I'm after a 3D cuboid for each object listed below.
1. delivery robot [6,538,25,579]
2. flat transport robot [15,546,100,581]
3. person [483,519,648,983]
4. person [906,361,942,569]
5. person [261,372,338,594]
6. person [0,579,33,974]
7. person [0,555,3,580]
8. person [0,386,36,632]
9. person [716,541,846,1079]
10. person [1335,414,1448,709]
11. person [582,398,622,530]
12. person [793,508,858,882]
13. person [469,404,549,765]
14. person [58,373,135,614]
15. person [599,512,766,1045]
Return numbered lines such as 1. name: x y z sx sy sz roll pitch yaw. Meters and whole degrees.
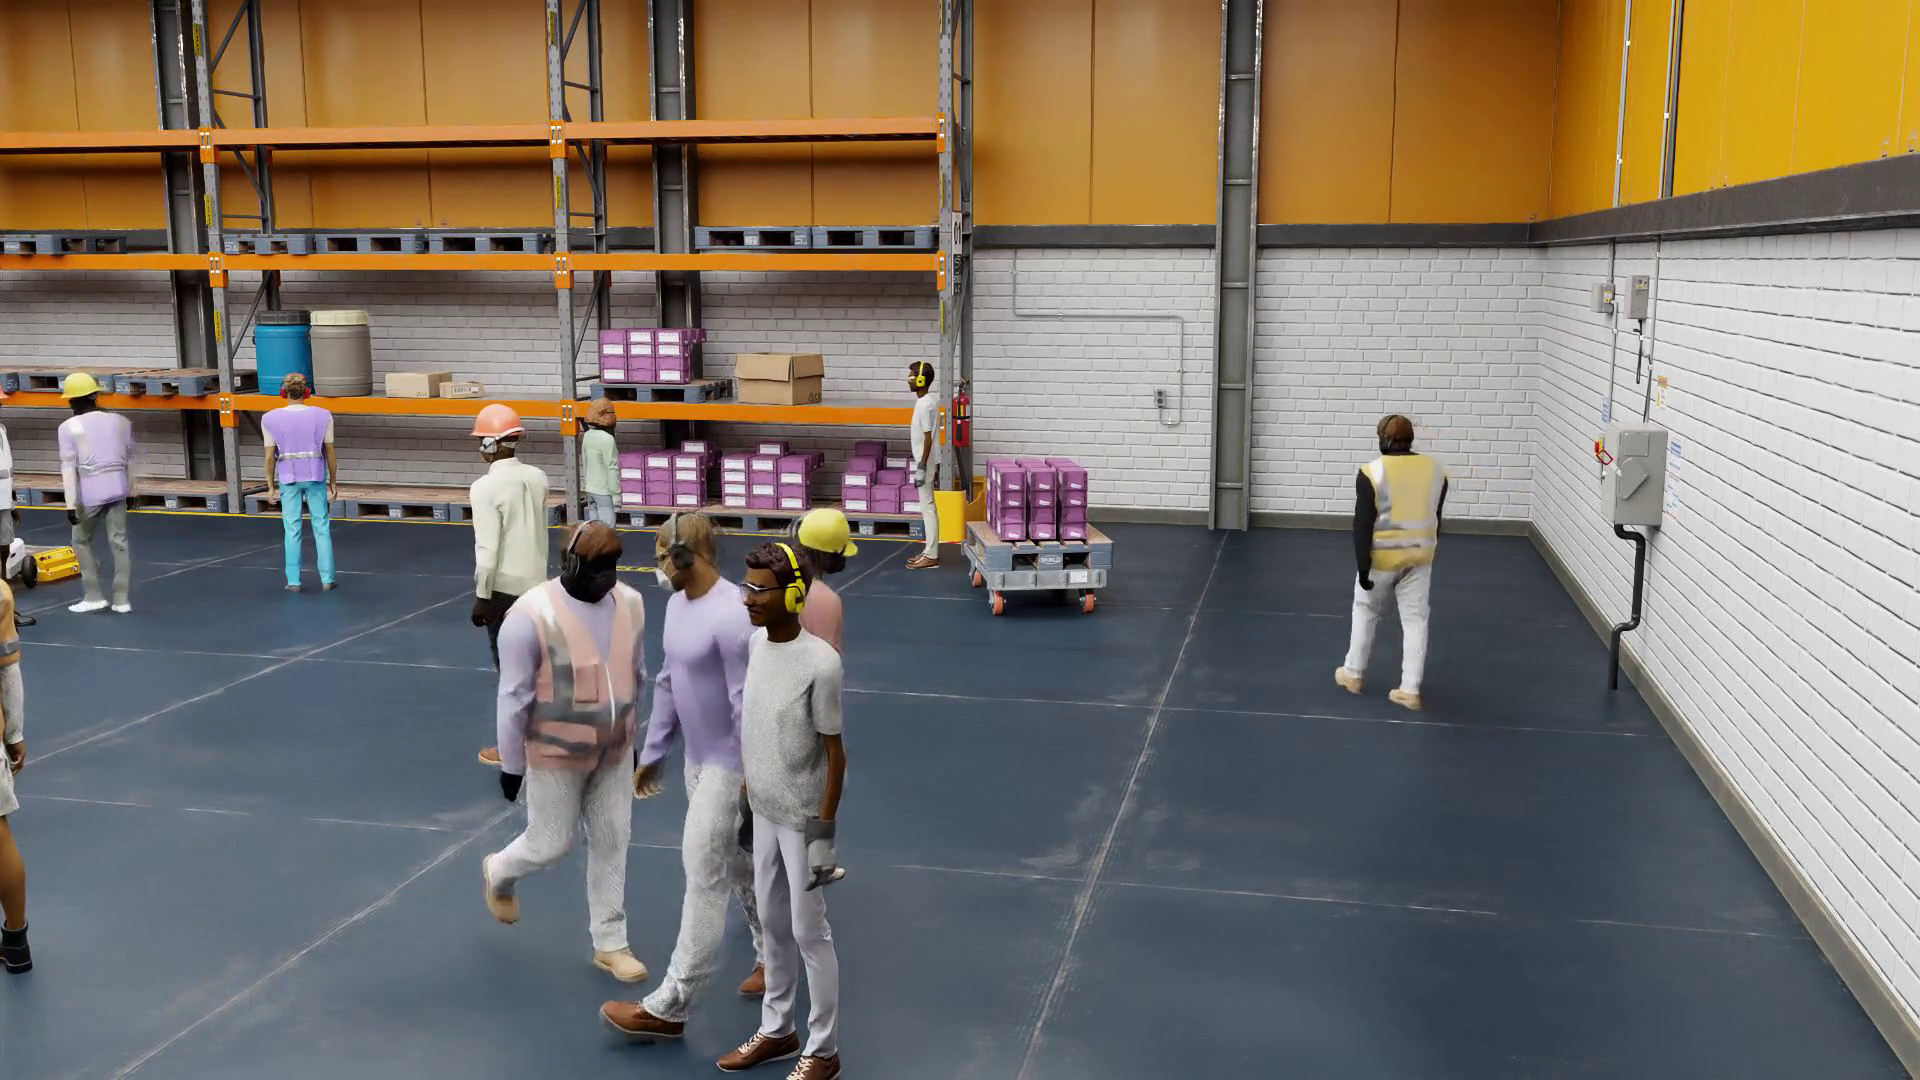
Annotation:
1. delivery robot: -7.997 0.144 13.766 0.477 0.478 0.707 -3 10 -18
2. flat transport robot: -8.424 0.191 14.607 1.431 0.197 0.652 1 10 8
3. person: -1.558 0.793 6.501 0.753 1.814 0.647 8 13 41
4. person: -0.333 -0.674 14.998 0.327 1.874 0.517 1 10 4
5. person: -5.482 -0.468 13.854 0.564 1.846 0.390 -5 11 -25
6. person: -3.866 0.756 6.334 0.374 1.935 0.552 7 12 36
7. person: -5.753 0.358 9.569 0.307 1.641 0.511 6 11 30
8. person: -7.203 -0.267 12.393 0.354 1.939 0.544 -1 10 -3
9. person: -0.586 0.925 5.530 0.328 1.873 0.519 -8 13 -41
10. person: 2.716 0.111 10.518 0.641 1.810 0.826 -2 10 -11
11. person: -2.971 -0.368 13.889 0.279 1.634 0.499 -8 12 -38
12. person: -0.701 0.716 7.144 0.524 1.733 0.548 -7 12 -38
13. person: -2.493 0.246 9.184 0.395 1.993 0.614 4 10 21
14. person: -6.746 -0.357 13.026 0.524 1.905 0.671 6 11 33
15. person: -0.930 0.837 6.072 0.876 1.878 0.646 -5 11 -30
